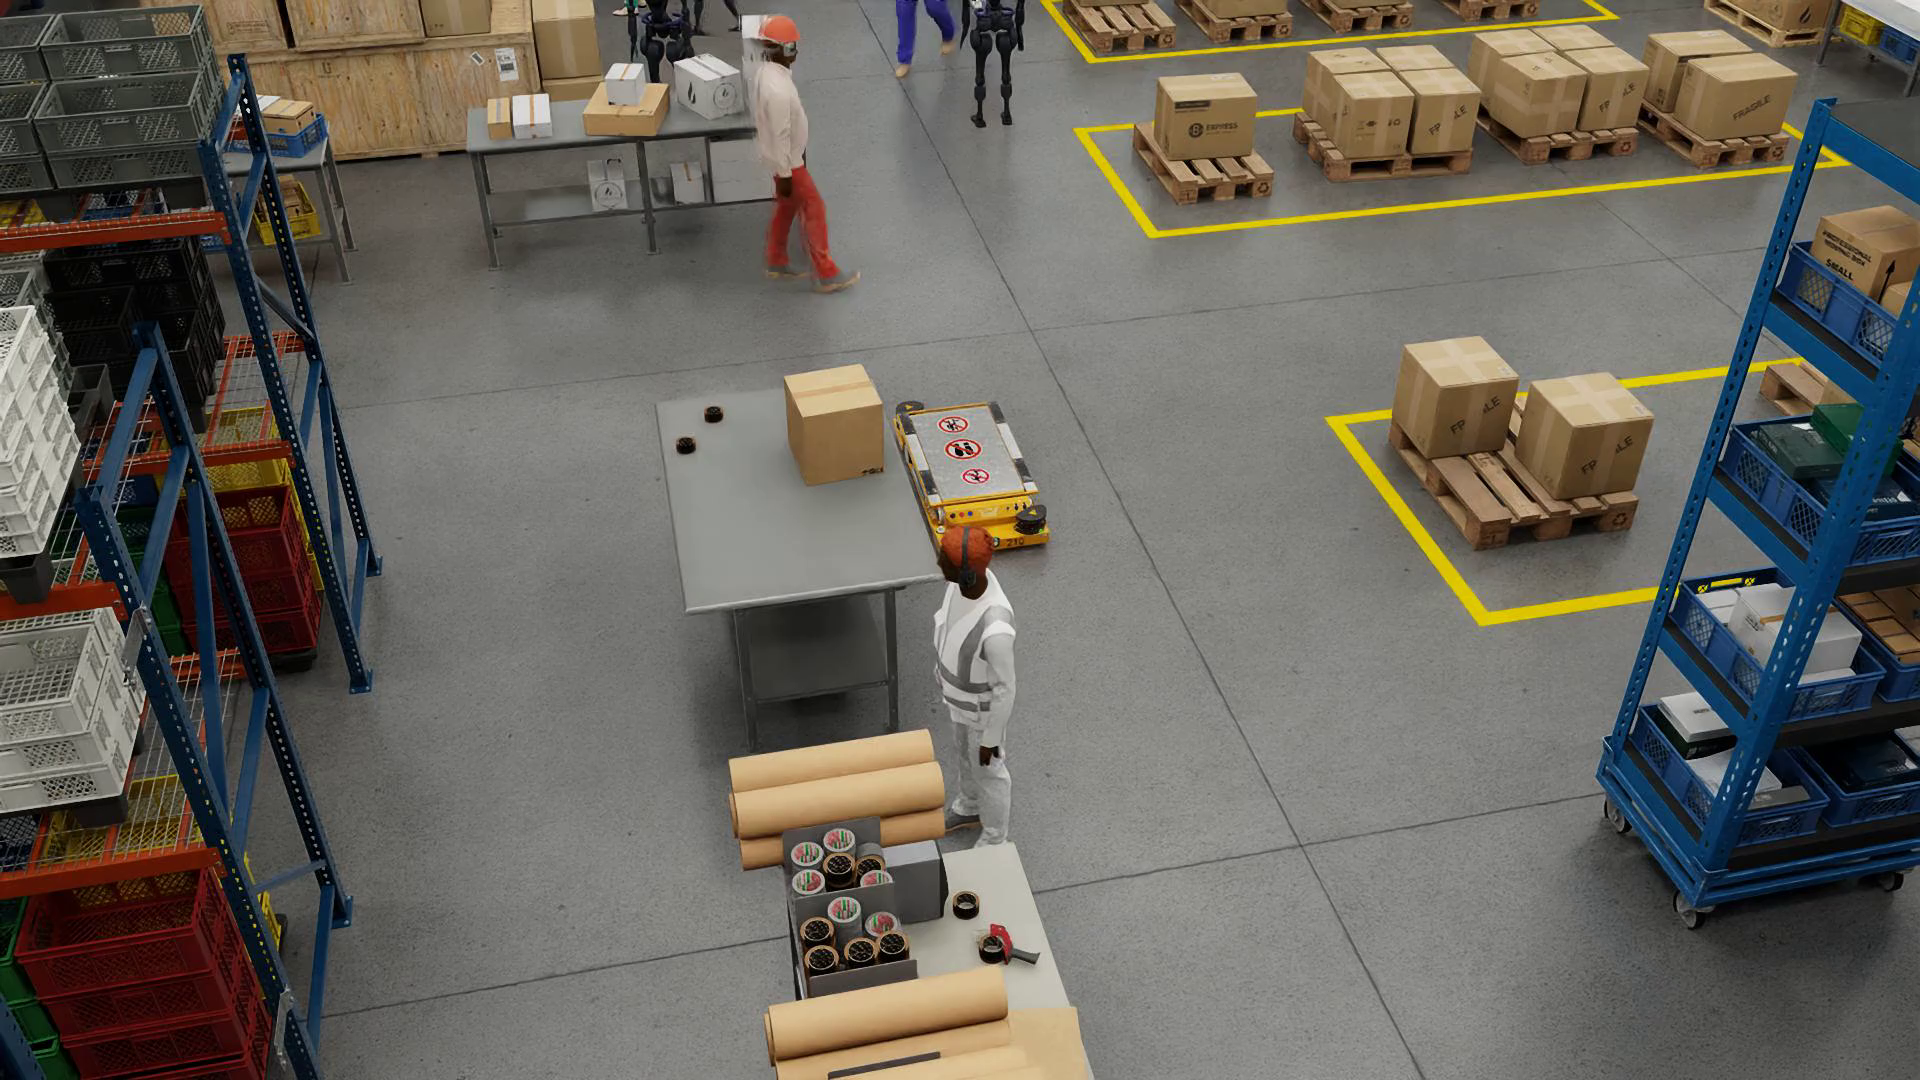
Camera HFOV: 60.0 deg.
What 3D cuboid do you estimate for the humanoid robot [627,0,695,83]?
[{"bbox_3d":[-2.518,-4.238,14.066,0.579,1.651,0.307,7,37,10],"label":"humanoid robot"}]

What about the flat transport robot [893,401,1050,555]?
[{"bbox_3d":[0.046,-0.430,10.108,0.652,0.197,1.431,-8,37,-10],"label":"flat transport robot"}]

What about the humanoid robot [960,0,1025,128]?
[{"bbox_3d":[0.278,-4.388,14.269,0.556,1.652,0.324,-6,37,-9],"label":"humanoid robot"}]

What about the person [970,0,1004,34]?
[{"bbox_3d":[0.244,-6.016,16.283,0.581,1.885,0.893,-18,40,-22],"label":"person"}]

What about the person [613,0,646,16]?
[{"bbox_3d":[-3.400,-6.120,16.525,0.323,1.765,0.529,8,37,11],"label":"person"}]

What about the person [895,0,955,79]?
[{"bbox_3d":[-0.337,-5.335,15.242,0.687,2.000,0.798,11,38,14],"label":"person"}]

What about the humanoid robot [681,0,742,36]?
[{"bbox_3d":[-2.407,-5.701,16.059,0.661,1.637,0.580,7,37,9],"label":"humanoid robot"}]

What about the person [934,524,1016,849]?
[{"bbox_3d":[0.059,0.703,7.257,0.360,1.882,0.573,-12,38,-15],"label":"person"}]

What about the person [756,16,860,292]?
[{"bbox_3d":[-1.077,-2.720,11.800,0.752,1.949,0.652,-6,37,-8],"label":"person"}]
